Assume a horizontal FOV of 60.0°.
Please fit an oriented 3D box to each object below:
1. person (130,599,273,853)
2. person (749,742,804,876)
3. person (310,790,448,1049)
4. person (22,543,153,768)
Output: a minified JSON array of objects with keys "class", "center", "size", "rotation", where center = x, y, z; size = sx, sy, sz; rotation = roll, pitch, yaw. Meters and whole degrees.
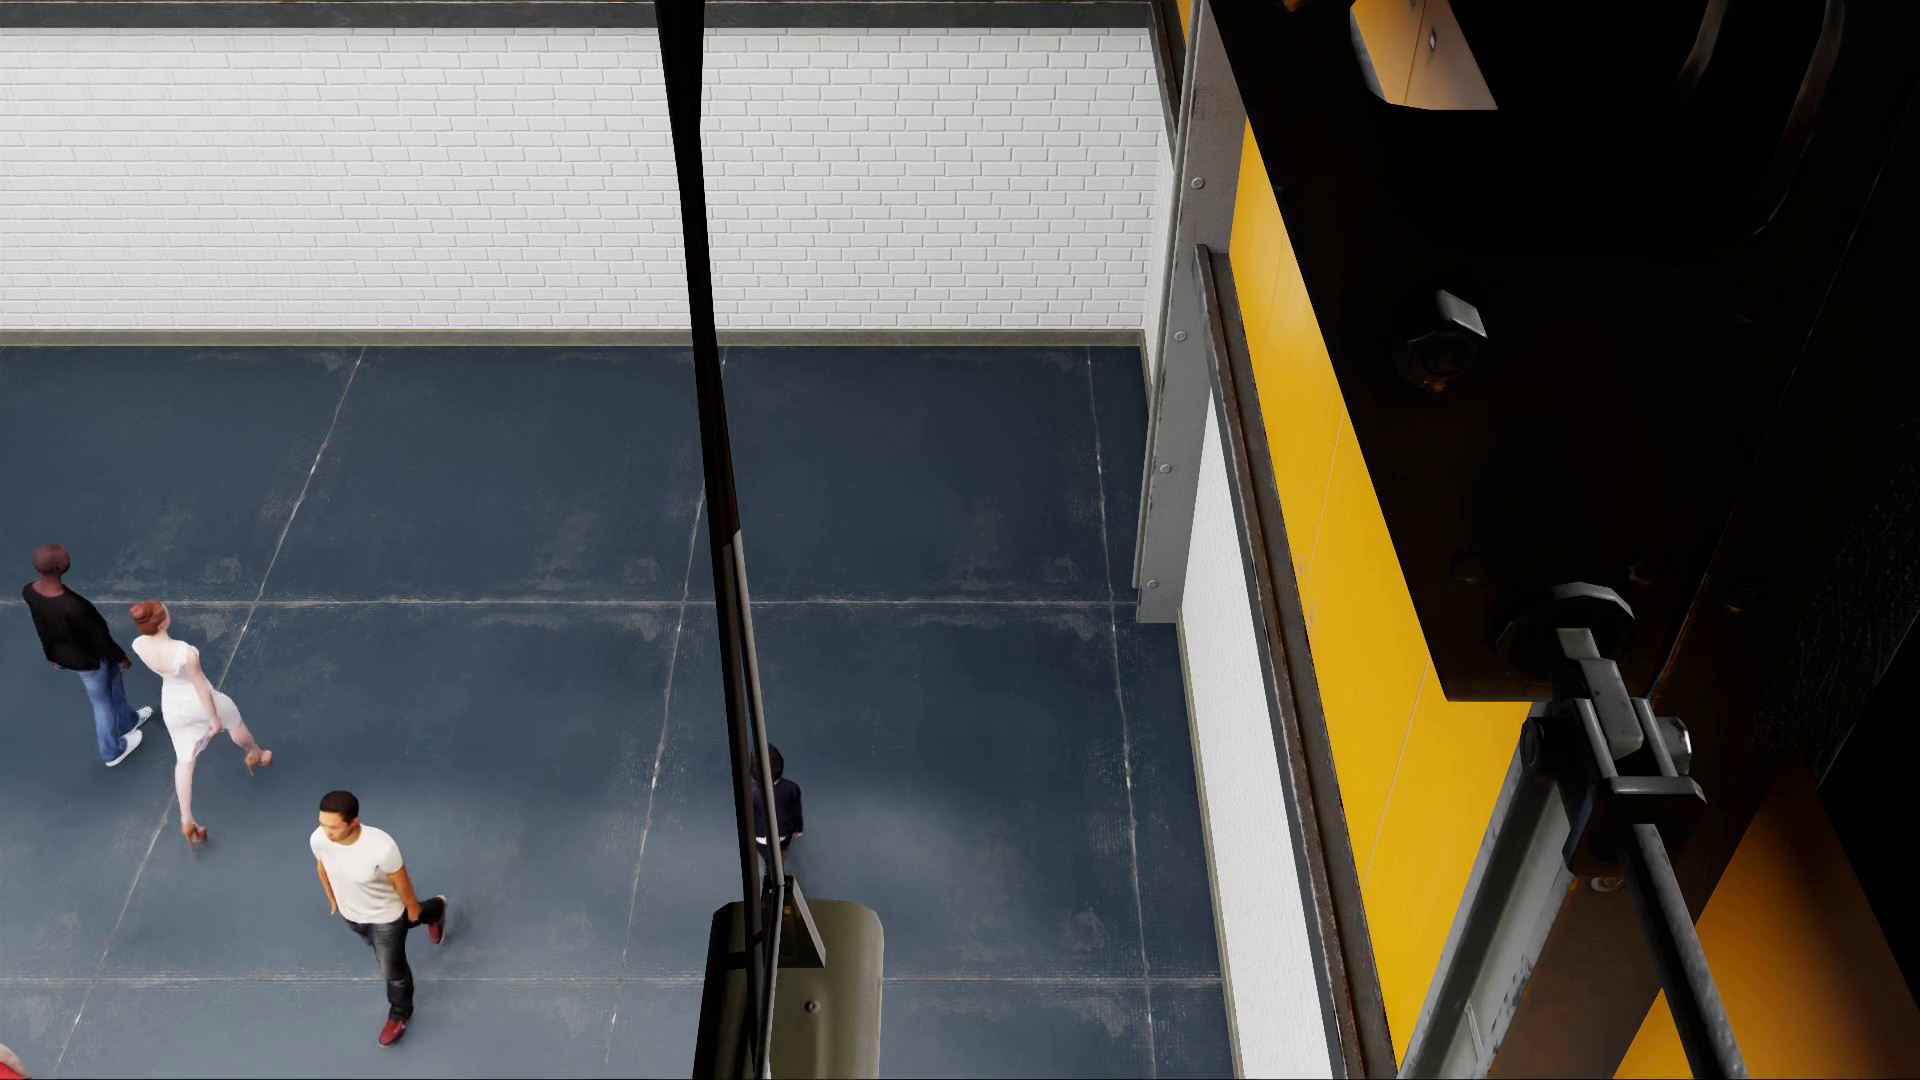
[{"class":"person","center":[-4.551,1.071,9.718],"size":[0.692,1.753,1.102],"rotation":[8,44,8]},{"class":"person","center":[-1.055,1.662,9.503],"size":[0.646,1.195,0.910],"rotation":[-11,45,-11]},{"class":"person","center":[-3.060,1.875,8.856],"size":[0.862,1.778,1.162],"rotation":[12,45,12]},{"class":"person","center":[-5.361,0.762,10.058],"size":[0.758,1.731,0.822],"rotation":[17,46,17]}]
